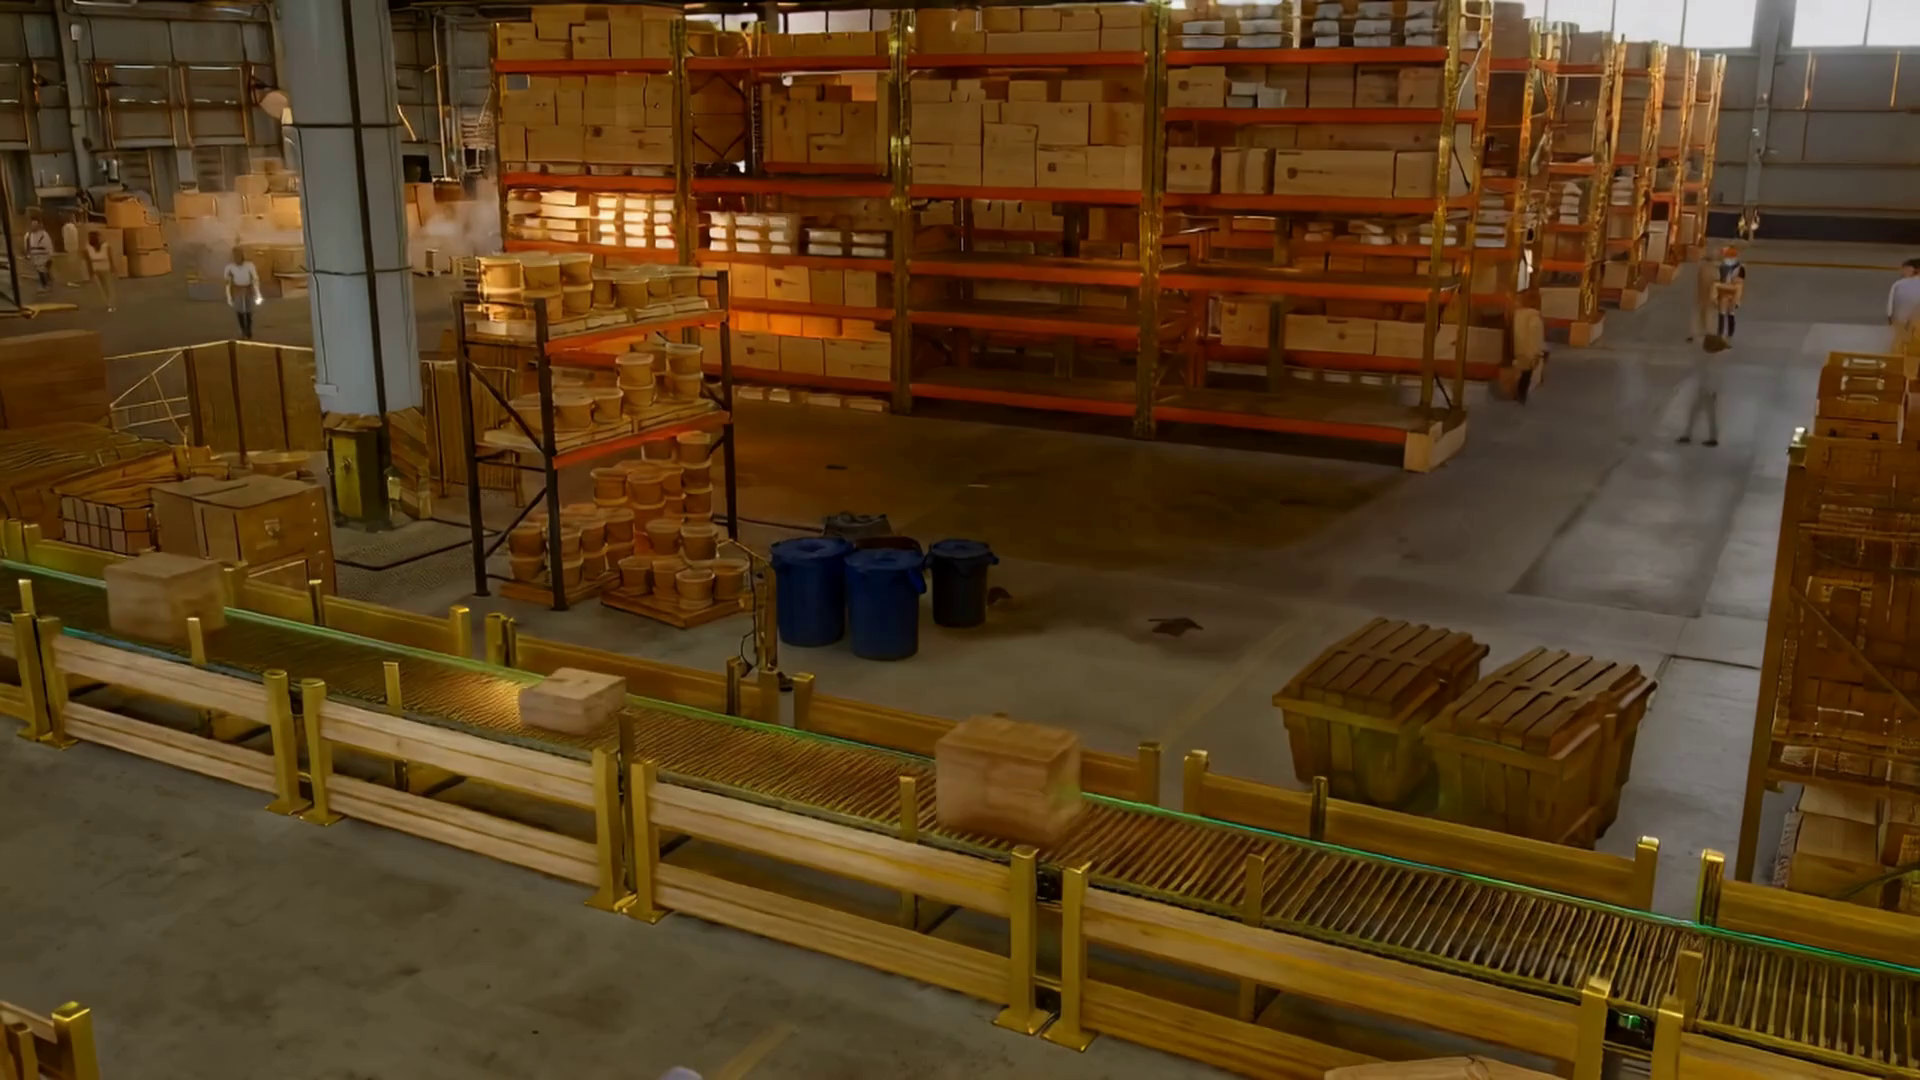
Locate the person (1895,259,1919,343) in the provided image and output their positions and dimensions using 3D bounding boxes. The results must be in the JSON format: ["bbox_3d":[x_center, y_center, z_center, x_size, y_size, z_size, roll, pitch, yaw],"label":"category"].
[{"bbox_3d":[19.013,-4.759,33.267,0.321,1.692,0.530,-2,15,-8],"label":"person"}]

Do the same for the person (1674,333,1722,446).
[{"bbox_3d":[10.493,-2.133,23.551,0.656,1.614,0.509,10,18,33],"label":"person"}]

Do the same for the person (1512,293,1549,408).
[{"bbox_3d":[9.088,-2.998,26.411,0.559,1.822,0.644,-3,15,-11],"label":"person"}]

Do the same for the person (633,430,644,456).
[{"bbox_3d":[-4.034,-1.537,21.165,0.400,1.690,0.600,0,15,1],"label":"person"}]

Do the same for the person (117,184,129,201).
[{"bbox_3d":[-28.850,-11.338,57.530,0.357,1.938,0.542,2,15,6],"label":"person"}]

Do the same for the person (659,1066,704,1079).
[{"bbox_3d":[-0.913,2.576,5.632,0.556,1.718,0.903,-5,16,-18],"label":"person"}]

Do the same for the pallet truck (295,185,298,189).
[{"bbox_3d":[-26.804,-14.617,69.738,1.885,1.965,0.823,-14,20,-42],"label":"pallet truck"}]

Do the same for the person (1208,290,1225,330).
[{"bbox_3d":[5.224,-4.962,34.137,0.497,1.634,0.278,-7,17,-26],"label":"person"}]

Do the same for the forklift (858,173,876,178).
[{"bbox_3d":[-3.506,-13.649,64.411,1.129,2.768,1.873,8,17,28],"label":"forklift"}]

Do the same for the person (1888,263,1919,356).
[{"bbox_3d":[17.829,-4.312,31.356,0.615,1.810,0.461,8,17,28],"label":"person"}]

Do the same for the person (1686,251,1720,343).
[{"bbox_3d":[15.100,-4.912,33.550,1.023,1.850,0.654,-13,20,-40],"label":"person"}]

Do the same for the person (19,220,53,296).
[{"bbox_3d":[-23.098,-7.041,41.554,0.692,1.840,0.635,0,15,0],"label":"person"}]

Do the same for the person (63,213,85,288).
[{"bbox_3d":[-23.044,-7.529,43.253,0.546,1.911,0.654,-8,17,-29],"label":"person"}]

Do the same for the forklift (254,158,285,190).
[{"bbox_3d":[-23.549,-11.670,56.970,1.873,2.768,1.129,8,17,27],"label":"forklift"}]

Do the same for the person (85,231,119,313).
[{"bbox_3d":[-19.673,-6.130,38.090,0.626,1.872,0.850,-1,15,-2],"label":"person"}]

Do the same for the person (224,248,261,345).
[{"bbox_3d":[-14.391,-4.913,33.402,0.616,1.928,0.960,-8,17,-29],"label":"person"}]

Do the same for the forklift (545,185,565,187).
[{"bbox_3d":[-15.579,-13.559,64.071,1.873,2.768,1.129,6,16,22],"label":"forklift"}]

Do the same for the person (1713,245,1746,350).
[{"bbox_3d":[14.985,-4.738,32.521,0.395,2.038,0.615,-6,16,-22],"label":"person"}]
